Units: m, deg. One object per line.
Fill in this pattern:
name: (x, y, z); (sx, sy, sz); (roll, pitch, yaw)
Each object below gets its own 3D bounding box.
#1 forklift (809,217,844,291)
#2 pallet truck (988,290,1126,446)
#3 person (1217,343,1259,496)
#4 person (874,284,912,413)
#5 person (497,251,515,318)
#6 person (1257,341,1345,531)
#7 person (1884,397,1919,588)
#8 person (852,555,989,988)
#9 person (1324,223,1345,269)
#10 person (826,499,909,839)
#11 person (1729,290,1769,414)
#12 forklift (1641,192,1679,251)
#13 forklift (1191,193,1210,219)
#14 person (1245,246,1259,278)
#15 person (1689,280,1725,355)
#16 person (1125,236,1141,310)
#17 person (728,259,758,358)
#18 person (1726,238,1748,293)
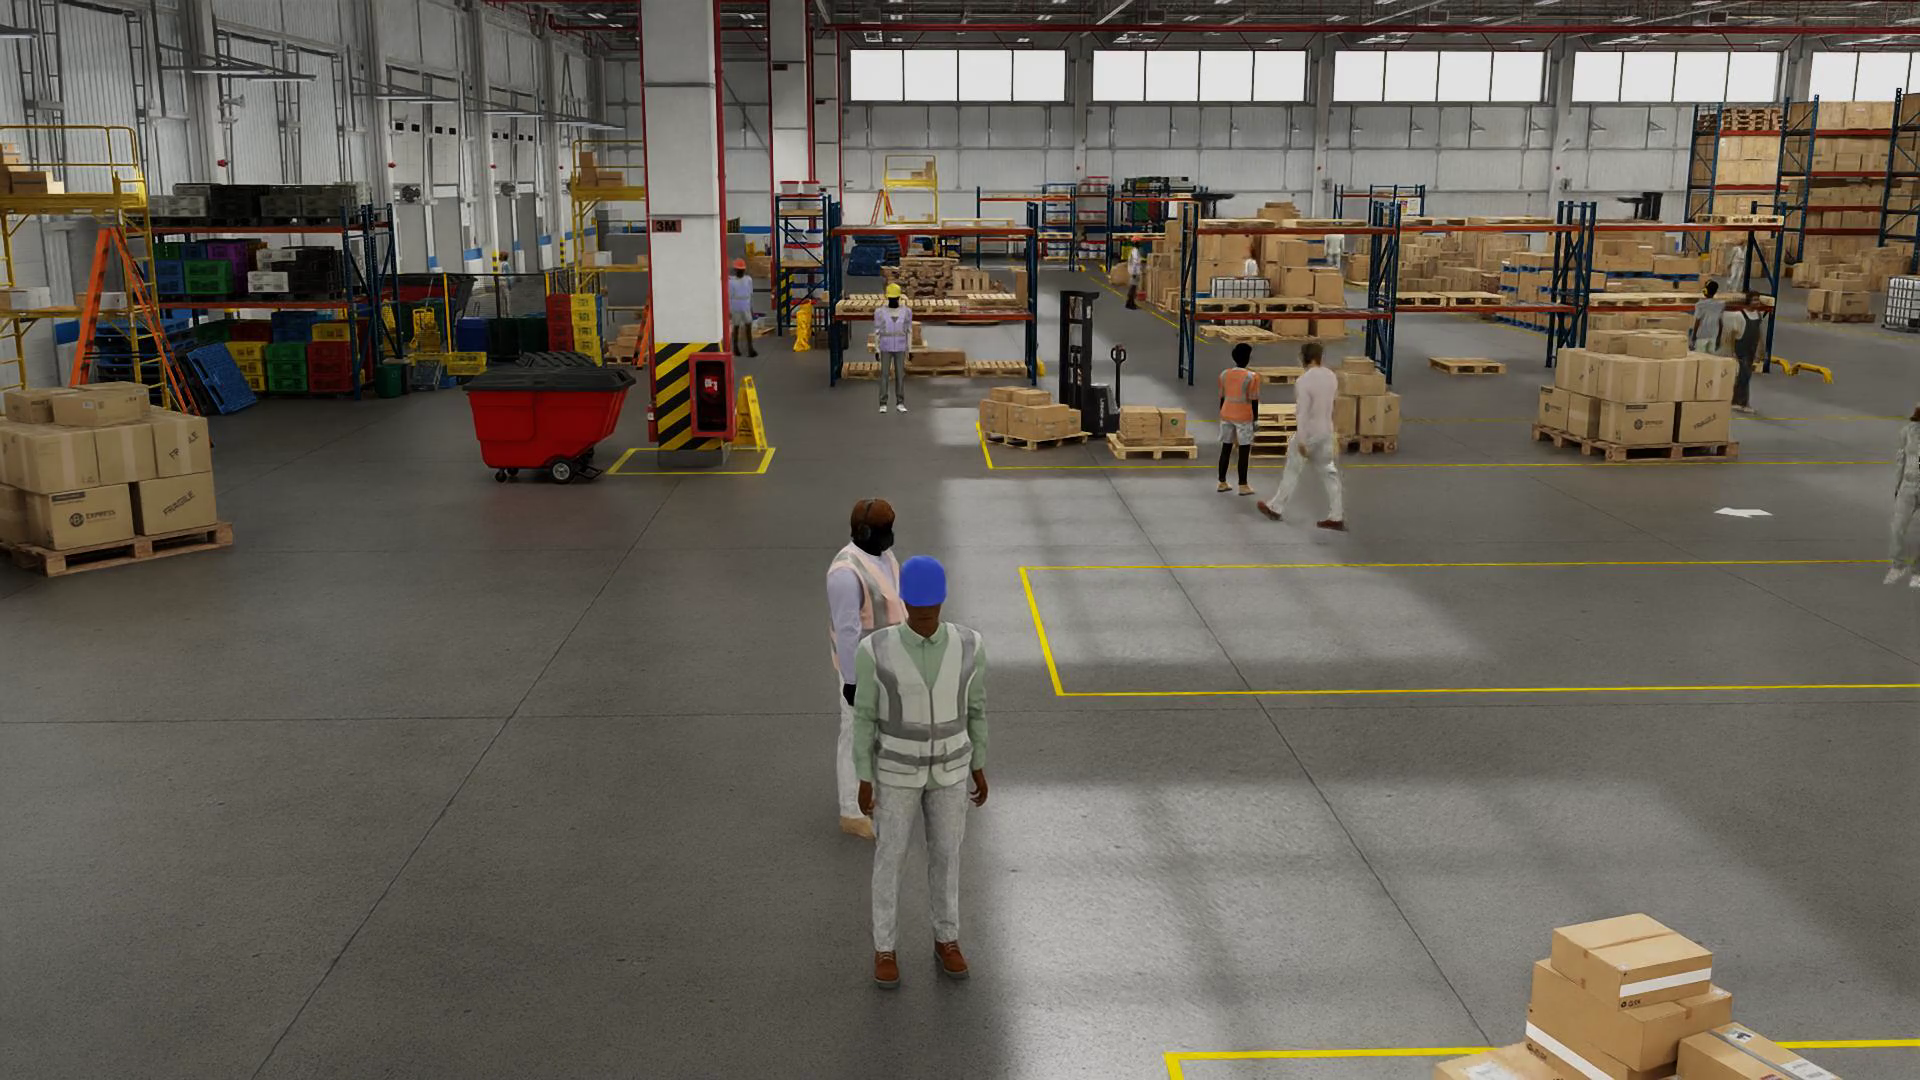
forklift: (-4.375, -8.619, 48.637); (1.873, 2.768, 1.129); (0, 12, -2)
pallet truck: (1.257, -2.299, 22.111); (1.885, 1.965, 0.823); (-9, 15, -35)
person: (3.098, -1.345, 18.511); (0.321, 1.692, 0.534); (-12, 17, -44)
person: (-0.989, -2.856, 24.804); (0.584, 1.919, 0.382); (-3, 13, -11)
person: (-11.182, -6.258, 40.828); (0.312, 1.633, 0.519); (-10, 16, -38)
person: (3.509, -1.067, 16.804); (0.635, 1.883, 1.019); (-9, 16, -36)
person: (8.274, -0.429, 14.291); (0.490, 1.728, 0.466); (10, 16, 38)
person: (-0.164, 1.007, 7.296); (0.612, 1.946, 0.405); (-4, 13, -16)
person: (11.897, -9.092, 52.918); (0.630, 1.940, 0.372); (1, 13, 5)
person: (-0.481, 0.678, 9.029); (0.429, 1.839, 0.634); (4, 13, 18)
person: (11.780, -2.786, 24.710); (0.534, 1.820, 0.751); (-6, 14, -24)
forklift: (24.975, -11.182, 60.208); (1.873, 2.768, 1.129); (0, 12, -2)
forklift: (8.169, -10.438, 56.847); (1.873, 2.768, 1.129); (7, 14, 29)
person: (6.737, -5.936, 38.868); (0.860, 1.858, 0.584); (0, 12, -1)
person: (11.829, -3.183, 26.381); (0.521, 1.876, 0.325); (-2, 13, -8)
person: (4.548, -6.967, 43.460); (0.369, 1.887, 0.670); (0, 12, 2)
person: (-4.210, -4.456, 32.105); (0.568, 1.882, 0.988); (-6, 14, -25)
person: (23.034, -8.116, 49.230); (0.574, 1.612, 0.372); (-1, 13, -3)
